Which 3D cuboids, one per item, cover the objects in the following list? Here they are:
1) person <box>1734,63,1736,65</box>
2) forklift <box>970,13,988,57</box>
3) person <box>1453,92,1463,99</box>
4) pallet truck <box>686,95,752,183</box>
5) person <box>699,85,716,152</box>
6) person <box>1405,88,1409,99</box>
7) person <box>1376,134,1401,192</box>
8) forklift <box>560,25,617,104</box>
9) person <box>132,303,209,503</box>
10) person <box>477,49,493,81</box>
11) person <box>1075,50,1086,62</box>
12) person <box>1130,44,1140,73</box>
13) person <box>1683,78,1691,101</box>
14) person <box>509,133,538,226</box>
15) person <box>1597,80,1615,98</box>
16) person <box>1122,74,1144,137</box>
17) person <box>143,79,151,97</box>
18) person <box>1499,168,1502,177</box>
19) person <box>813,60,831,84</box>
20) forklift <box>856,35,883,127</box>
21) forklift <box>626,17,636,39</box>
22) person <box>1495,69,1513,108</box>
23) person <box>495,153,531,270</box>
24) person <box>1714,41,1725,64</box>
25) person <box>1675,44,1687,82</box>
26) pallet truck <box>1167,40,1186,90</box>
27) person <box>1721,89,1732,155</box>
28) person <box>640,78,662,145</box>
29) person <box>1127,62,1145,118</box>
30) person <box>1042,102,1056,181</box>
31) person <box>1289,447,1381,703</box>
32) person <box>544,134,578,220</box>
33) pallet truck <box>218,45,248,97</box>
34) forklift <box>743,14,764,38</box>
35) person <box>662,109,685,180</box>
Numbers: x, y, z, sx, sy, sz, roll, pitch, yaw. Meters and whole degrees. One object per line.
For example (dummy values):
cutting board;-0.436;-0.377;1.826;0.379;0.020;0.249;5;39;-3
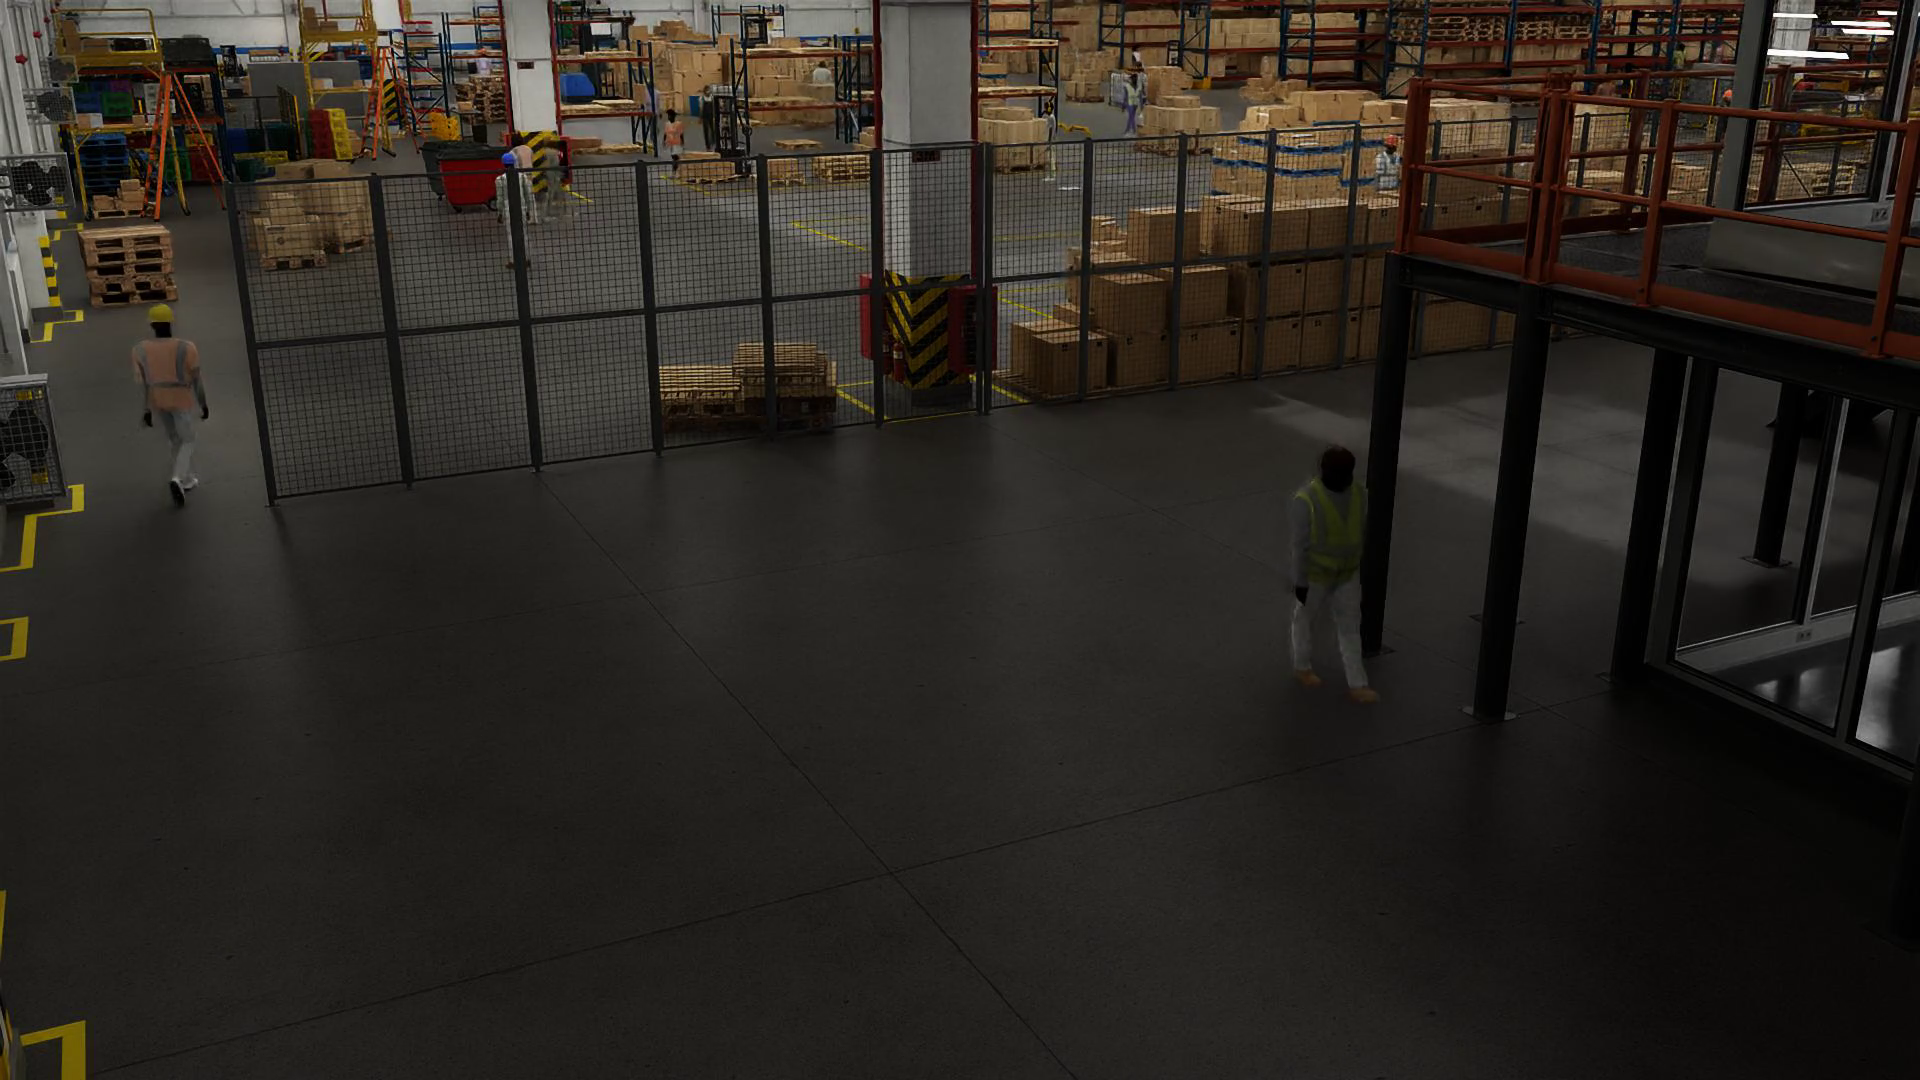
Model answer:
person;27.552;-16.176;59.366;0.647;1.677;0.541;-13;23;-33
forklift;0.510;-23.960;80.124;1.129;2.768;1.873;-9;21;-25
person;12.756;-10.713;42.993;0.703;2.000;1.003;-2;19;-5
pallet truck;-5.836;-9.608;39.856;0.823;1.965;1.885;10;22;27
person;-6.968;-11.680;46.125;0.515;1.831;0.484;-7;20;-20
person;11.661;-10.797;43.393;0.542;1.938;0.358;-3;19;-7
person;8.154;-6.731;31.627;0.545;1.928;0.386;-10;21;-26
forklift;-14.056;-17.891;62.534;1.873;2.768;1.129;-9;21;-25
person;-7.588;-1.319;15.974;0.591;1.900;0.823;-1;19;-4
person;-18.431;-18.059;64.517;0.556;1.905;0.944;1;19;3
person;5.779;-23.180;79.757;0.537;1.624;0.367;8;21;23
person;7.290;-19.672;69.228;1.033;1.868;0.603;11;22;29
person;24.832;-15.176;56.490;0.767;1.664;0.539;-16;25;-39
person;-8.655;-7.088;32.817;0.430;1.837;0.620;11;22;29
person;20.312;-13.795;52.373;0.521;1.744;0.755;6;20;16
person;5.223;-13.056;50.048;0.613;1.862;0.996;-10;22;-28
person;-25.037;-13.436;51.506;0.515;1.634;0.314;10;21;26
person;8.781;-5.157;27.122;0.714;1.884;0.662;0;19;0
person;-4.717;-15.380;56.741;0.657;1.900;0.901;-4;19;-11
forklift;-2.377;-14.808;53.596;1.873;2.768;1.129;-9;21;-25
forklift;-14.417;-21.531;73.084;1.873;2.768;1.129;-4;19;-11
person;16.891;-13.625;51.627;0.618;1.913;1.035;-12;22;-32
person;-7.583;-5.584;28.263;0.603;1.949;0.389;-16;24;-38
person;33.079;-20.703;72.235;0.902;1.852;0.721;2;19;7
person;31.854;-21.056;73.518;0.541;1.686;0.368;-7;20;-19
pallet truck;9.045;-19.971;69.895;0.823;1.965;1.885;-3;19;-8
person;19.351;-10.348;41.999;0.372;1.997;0.611;12;22;30
person;-8.940;-12.392;48.125;0.601;1.877;0.999;-9;21;-24
person;6.032;-15.359;56.749;0.518;1.853;0.760;-18;26;-42
person;2.154;-9.575;39.976;0.328;1.861;0.502;1;19;2
person;2.620;0.261;11.524;0.658;1.809;0.877;-7;20;-21
person;-8.160;-7.384;33.845;0.806;1.705;0.484;-6;20;-17
pallet truck;-28.879;-18.665;66.111;0.823;1.965;1.885;-3;19;-9
forklift;-9.687;-23.327;78.290;1.129;2.768;1.873;-9;21;-25
person;-6.965;-9.506;40.041;0.553;1.660;0.811;10;21;26
